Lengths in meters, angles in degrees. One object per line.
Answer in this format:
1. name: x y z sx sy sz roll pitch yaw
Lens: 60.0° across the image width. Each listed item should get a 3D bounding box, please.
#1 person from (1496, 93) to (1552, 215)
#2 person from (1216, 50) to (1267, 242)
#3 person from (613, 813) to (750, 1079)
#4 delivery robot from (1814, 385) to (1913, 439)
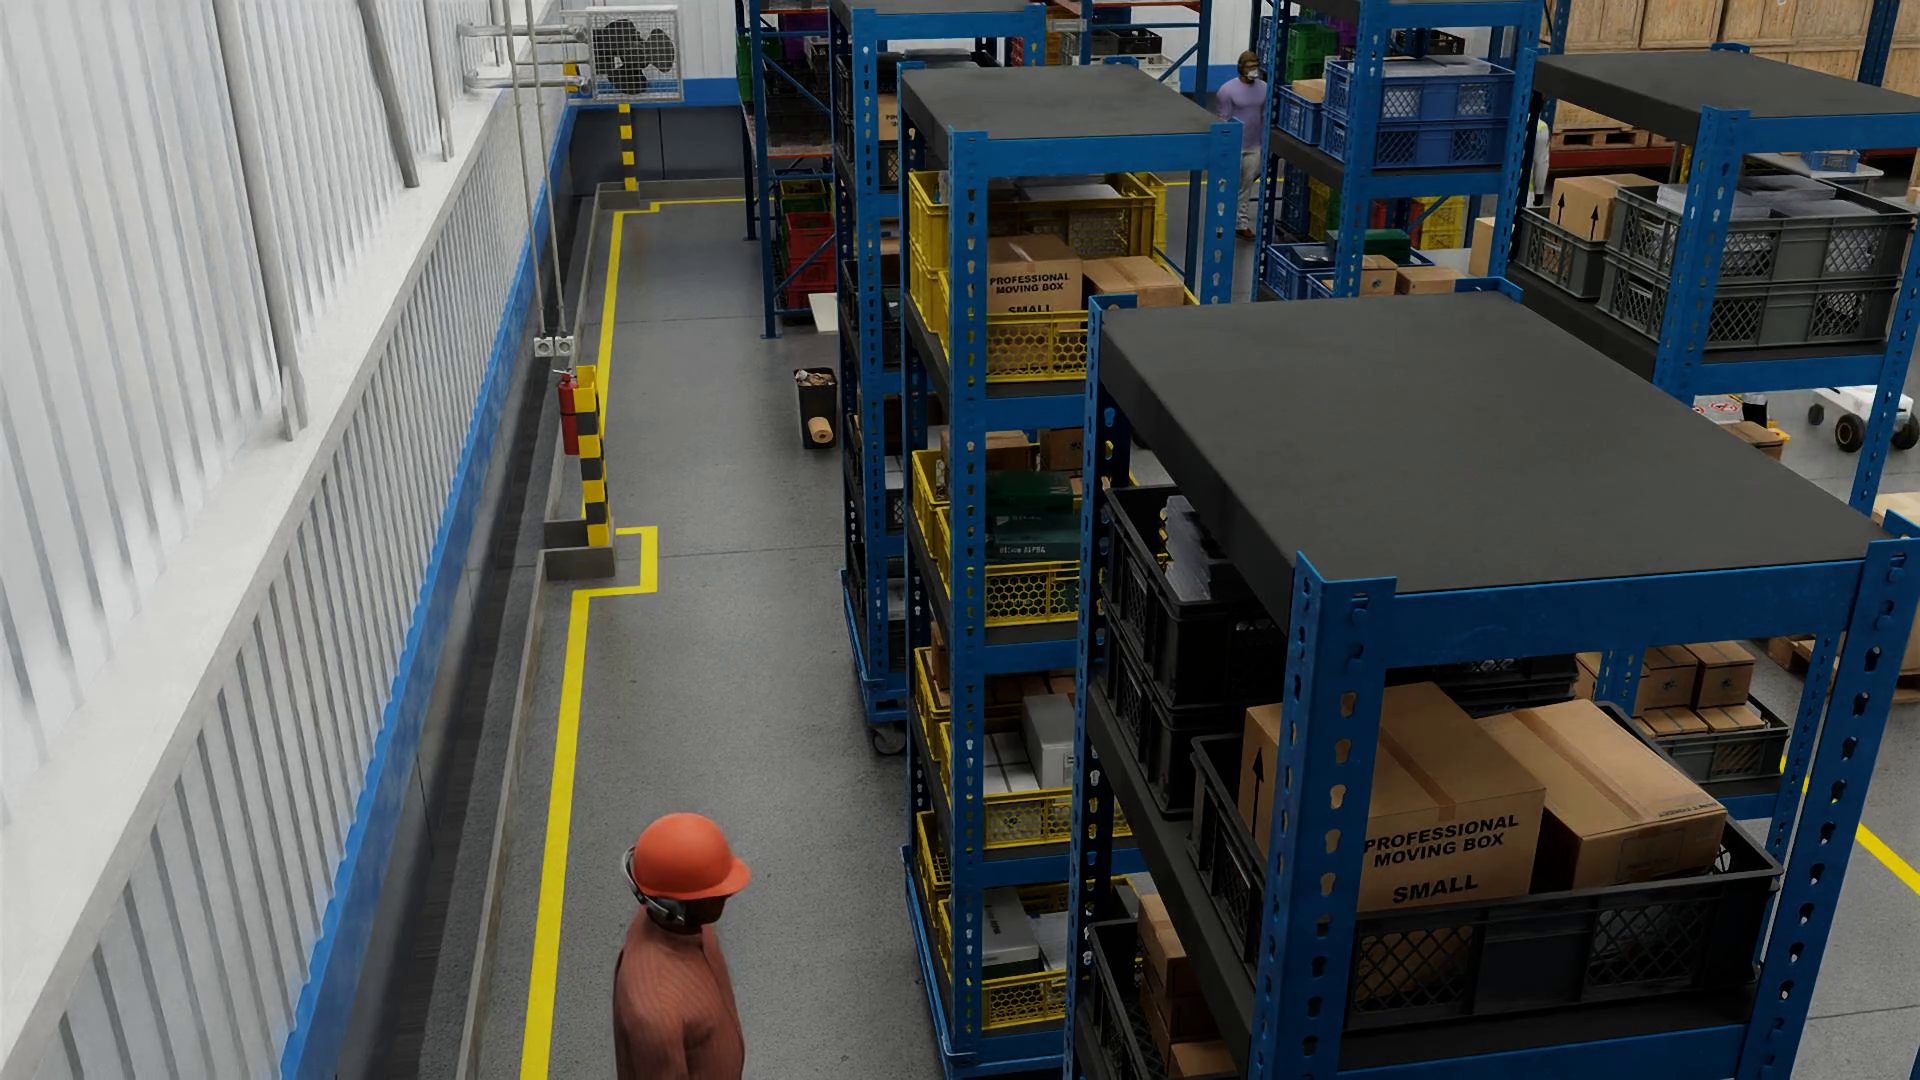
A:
1. person: 5.289 -3.338 15.657 0.429 1.844 0.627 -11 27 -22
2. person: 2.879 -4.004 16.989 0.634 1.939 0.367 -13 28 -27
3. person: -0.757 1.622 4.712 0.408 1.987 0.618 -1 25 -2
4. delivery robot: 6.549 -1.034 12.061 0.477 0.478 0.707 -3 26 -7
